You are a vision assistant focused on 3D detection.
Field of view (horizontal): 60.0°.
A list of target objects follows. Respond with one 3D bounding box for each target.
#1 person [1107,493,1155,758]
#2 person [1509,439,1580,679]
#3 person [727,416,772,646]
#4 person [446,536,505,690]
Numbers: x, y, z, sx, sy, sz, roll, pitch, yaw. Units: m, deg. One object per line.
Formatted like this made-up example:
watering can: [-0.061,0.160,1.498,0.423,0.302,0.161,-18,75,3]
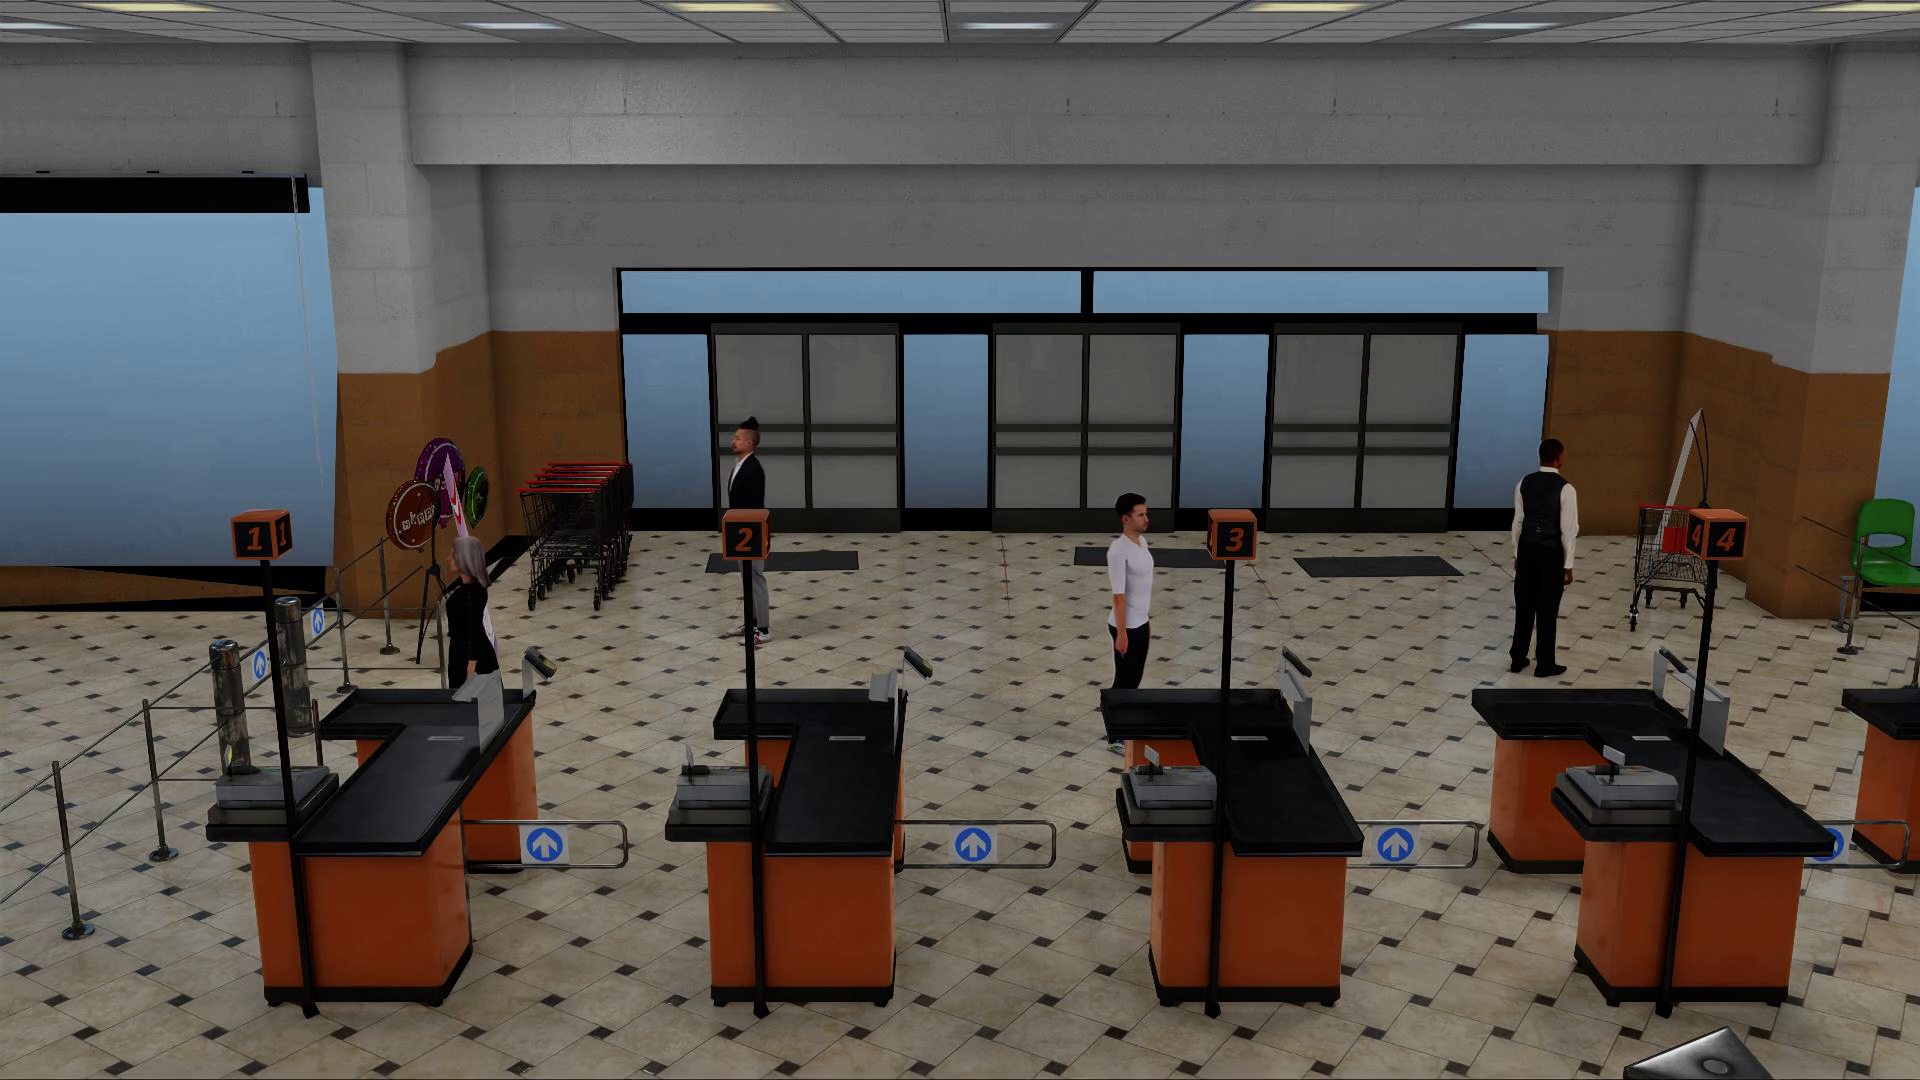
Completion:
person: [1.189,0.575,11.643,0.817,1.851,0.668,7,15,26]
person: [4.656,0.134,13.317,0.830,1.919,0.764,-13,19,-42]
person: [-1.783,-0.088,14.173,0.846,1.948,0.686,-5,15,-21]
person: [-3.182,0.819,10.859,0.739,1.747,0.627,-6,15,-22]
